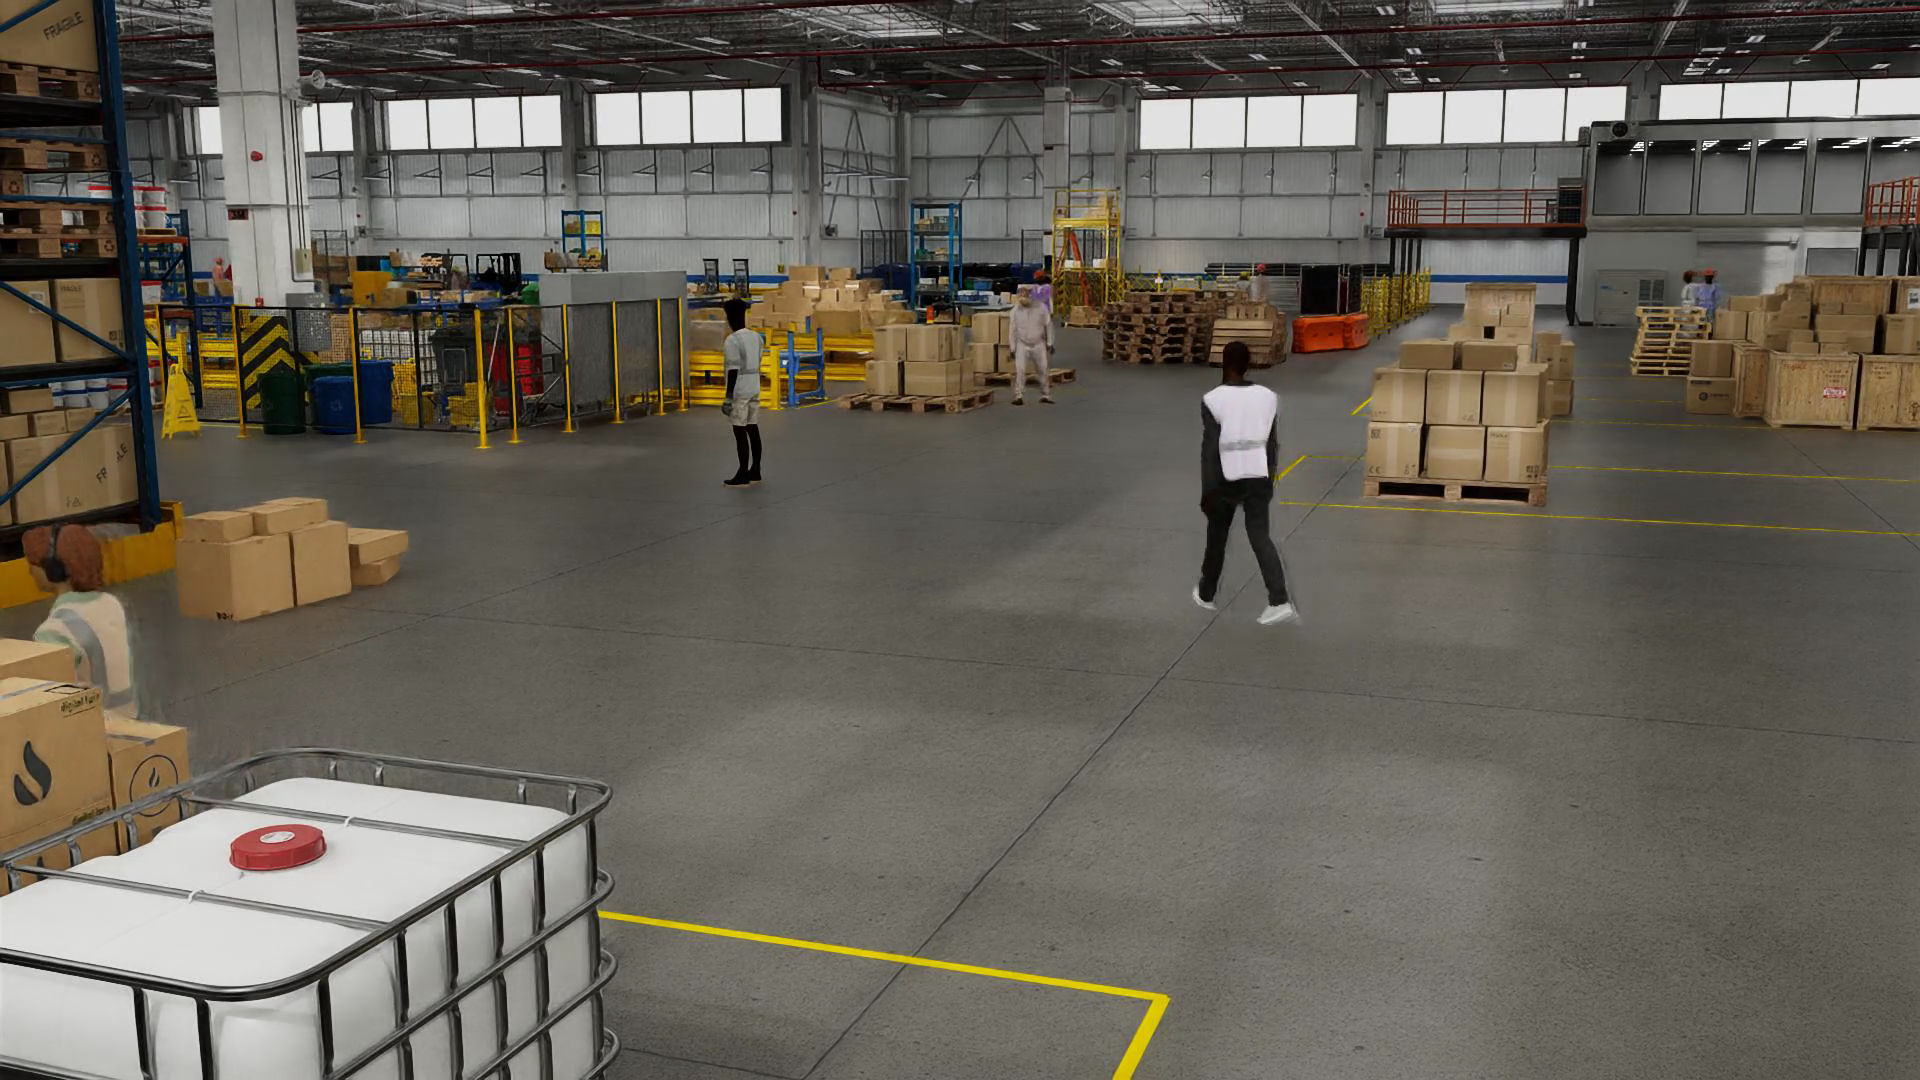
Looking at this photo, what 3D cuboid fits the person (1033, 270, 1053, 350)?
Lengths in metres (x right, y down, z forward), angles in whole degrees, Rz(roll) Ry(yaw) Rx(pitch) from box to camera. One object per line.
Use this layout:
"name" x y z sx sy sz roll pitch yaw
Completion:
"person" 1.949 -5.434 39.404 0.690 1.903 0.597 9 13 40

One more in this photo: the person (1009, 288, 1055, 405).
"person" 1.126 -3.025 26.073 0.717 1.844 0.888 0 10 2

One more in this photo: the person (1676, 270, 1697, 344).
"person" 18.056 -5.754 41.321 0.428 1.866 0.598 1 10 3

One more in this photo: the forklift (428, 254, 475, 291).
"forklift" -20.133 -10.254 65.465 1.157 1.987 2.680 3 11 19

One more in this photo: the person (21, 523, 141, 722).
"person" -2.968 0.742 5.458 0.807 1.599 0.541 -2 10 -9

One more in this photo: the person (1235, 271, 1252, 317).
"person" 8.623 -7.335 50.658 0.488 1.718 0.785 3 10 15

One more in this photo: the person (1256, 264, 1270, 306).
"person" 8.839 -7.074 48.569 0.420 1.945 0.720 7 12 34

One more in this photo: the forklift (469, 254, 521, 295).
"forklift" -17.990 -10.121 64.684 1.157 1.987 2.680 3 11 17

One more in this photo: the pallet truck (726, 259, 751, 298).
"pallet truck" -7.986 -9.493 62.019 0.823 1.965 1.885 3 11 17

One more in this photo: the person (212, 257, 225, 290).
"person" -30.349 -10.581 68.155 0.623 1.992 0.396 6 11 29

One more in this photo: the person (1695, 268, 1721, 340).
"person" 17.926 -5.544 39.933 0.549 1.942 0.347 7 13 36

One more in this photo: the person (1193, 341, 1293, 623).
"person" 1.889 -0.387 11.157 0.645 1.867 1.014 -4 11 -20

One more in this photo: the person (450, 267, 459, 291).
"person" -17.756 -8.760 58.627 0.817 1.737 0.522 -1 10 -8

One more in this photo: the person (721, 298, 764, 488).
"person" -2.269 -1.522 17.238 0.380 1.959 0.603 5 11 24

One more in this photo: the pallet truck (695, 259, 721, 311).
"pallet truck" -9.165 -9.627 62.776 0.823 1.965 1.885 4 11 23
